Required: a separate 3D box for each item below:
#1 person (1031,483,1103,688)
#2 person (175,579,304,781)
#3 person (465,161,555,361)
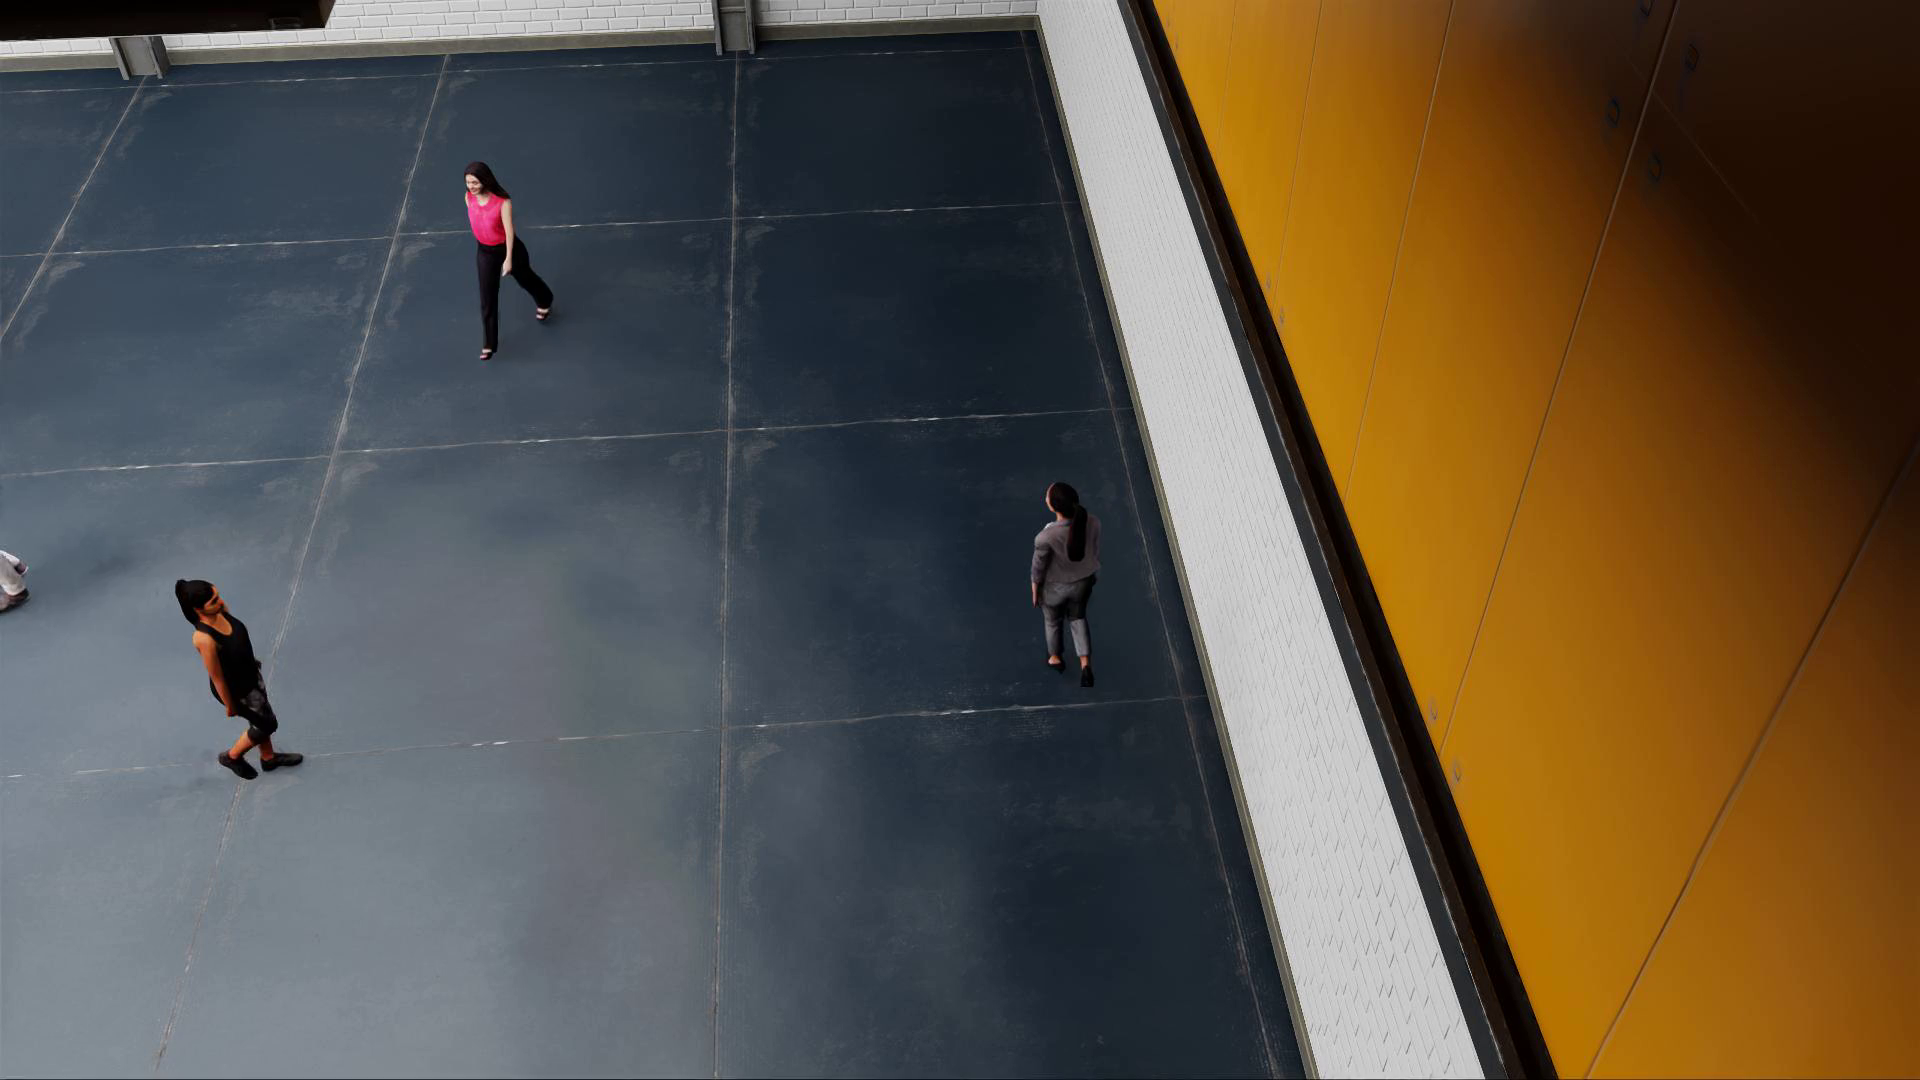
[{"bbox_3d":[0.693,0.352,10.411,0.811,1.659,0.808,-15,46,-15],"label":"person"},{"bbox_3d":[-4.385,0.842,9.902,0.709,1.652,0.629,-9,44,-9],"label":"person"},{"bbox_3d":[-3.591,-2.294,13.223,1.135,1.612,0.914,11,45,12],"label":"person"}]
